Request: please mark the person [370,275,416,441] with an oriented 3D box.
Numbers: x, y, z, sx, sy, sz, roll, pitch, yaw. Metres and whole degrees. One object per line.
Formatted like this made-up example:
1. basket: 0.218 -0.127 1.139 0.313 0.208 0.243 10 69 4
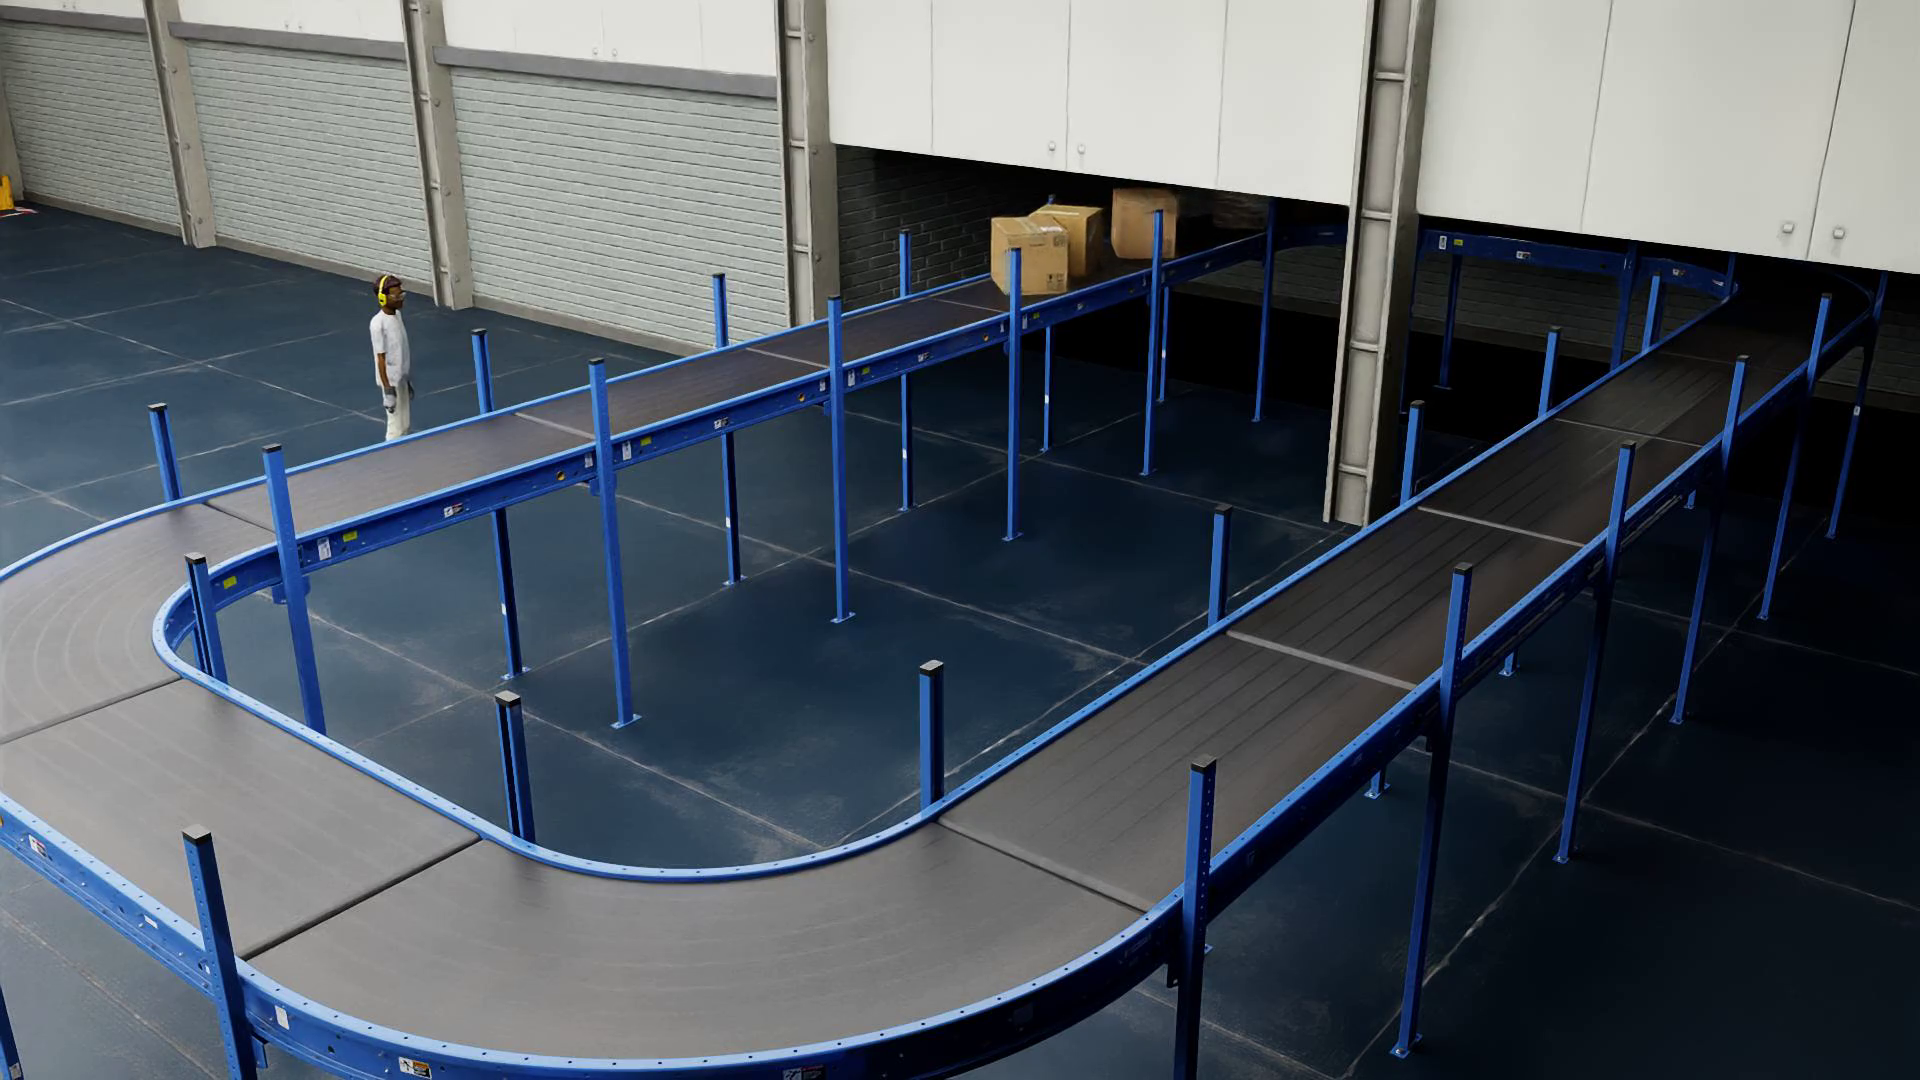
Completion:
1. person: -4.707 -1.296 13.932 0.319 1.870 0.521 1 21 1
